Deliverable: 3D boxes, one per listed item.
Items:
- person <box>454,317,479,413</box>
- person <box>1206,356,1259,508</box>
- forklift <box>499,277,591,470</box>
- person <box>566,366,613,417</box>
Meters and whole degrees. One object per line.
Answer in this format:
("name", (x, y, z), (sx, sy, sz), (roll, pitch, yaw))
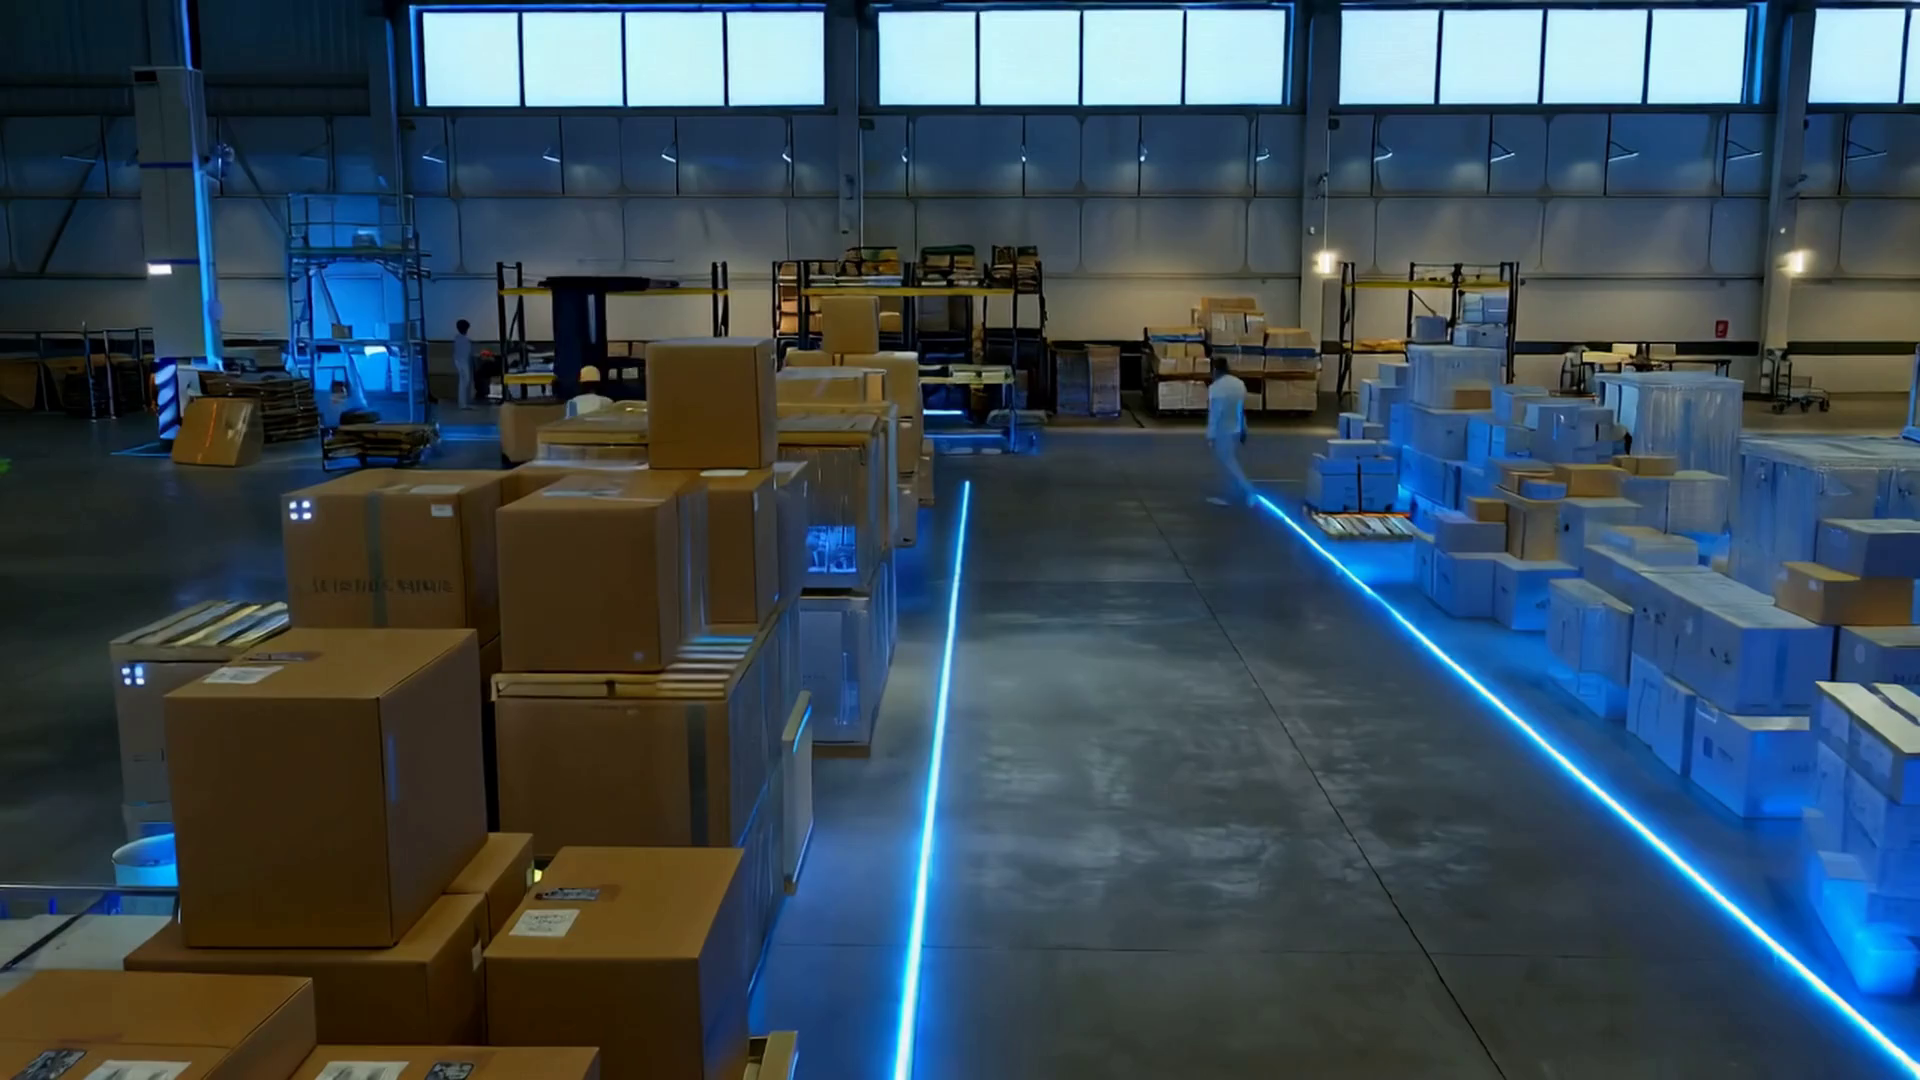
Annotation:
("person", (-10.000, -3.528, 33.648), (0.439, 1.927, 0.656), (-2, 10, -14))
("person", (3.362, -1.309, 20.433), (0.628, 1.905, 0.859), (-9, 13, -42))
("forklift", (-5.470, -2.296, 23.386), (1.873, 2.768, 1.129), (-5, 11, -27))
("person", (-4.141, -1.008, 18.657), (0.558, 1.890, 0.977), (0, 9, -1))
